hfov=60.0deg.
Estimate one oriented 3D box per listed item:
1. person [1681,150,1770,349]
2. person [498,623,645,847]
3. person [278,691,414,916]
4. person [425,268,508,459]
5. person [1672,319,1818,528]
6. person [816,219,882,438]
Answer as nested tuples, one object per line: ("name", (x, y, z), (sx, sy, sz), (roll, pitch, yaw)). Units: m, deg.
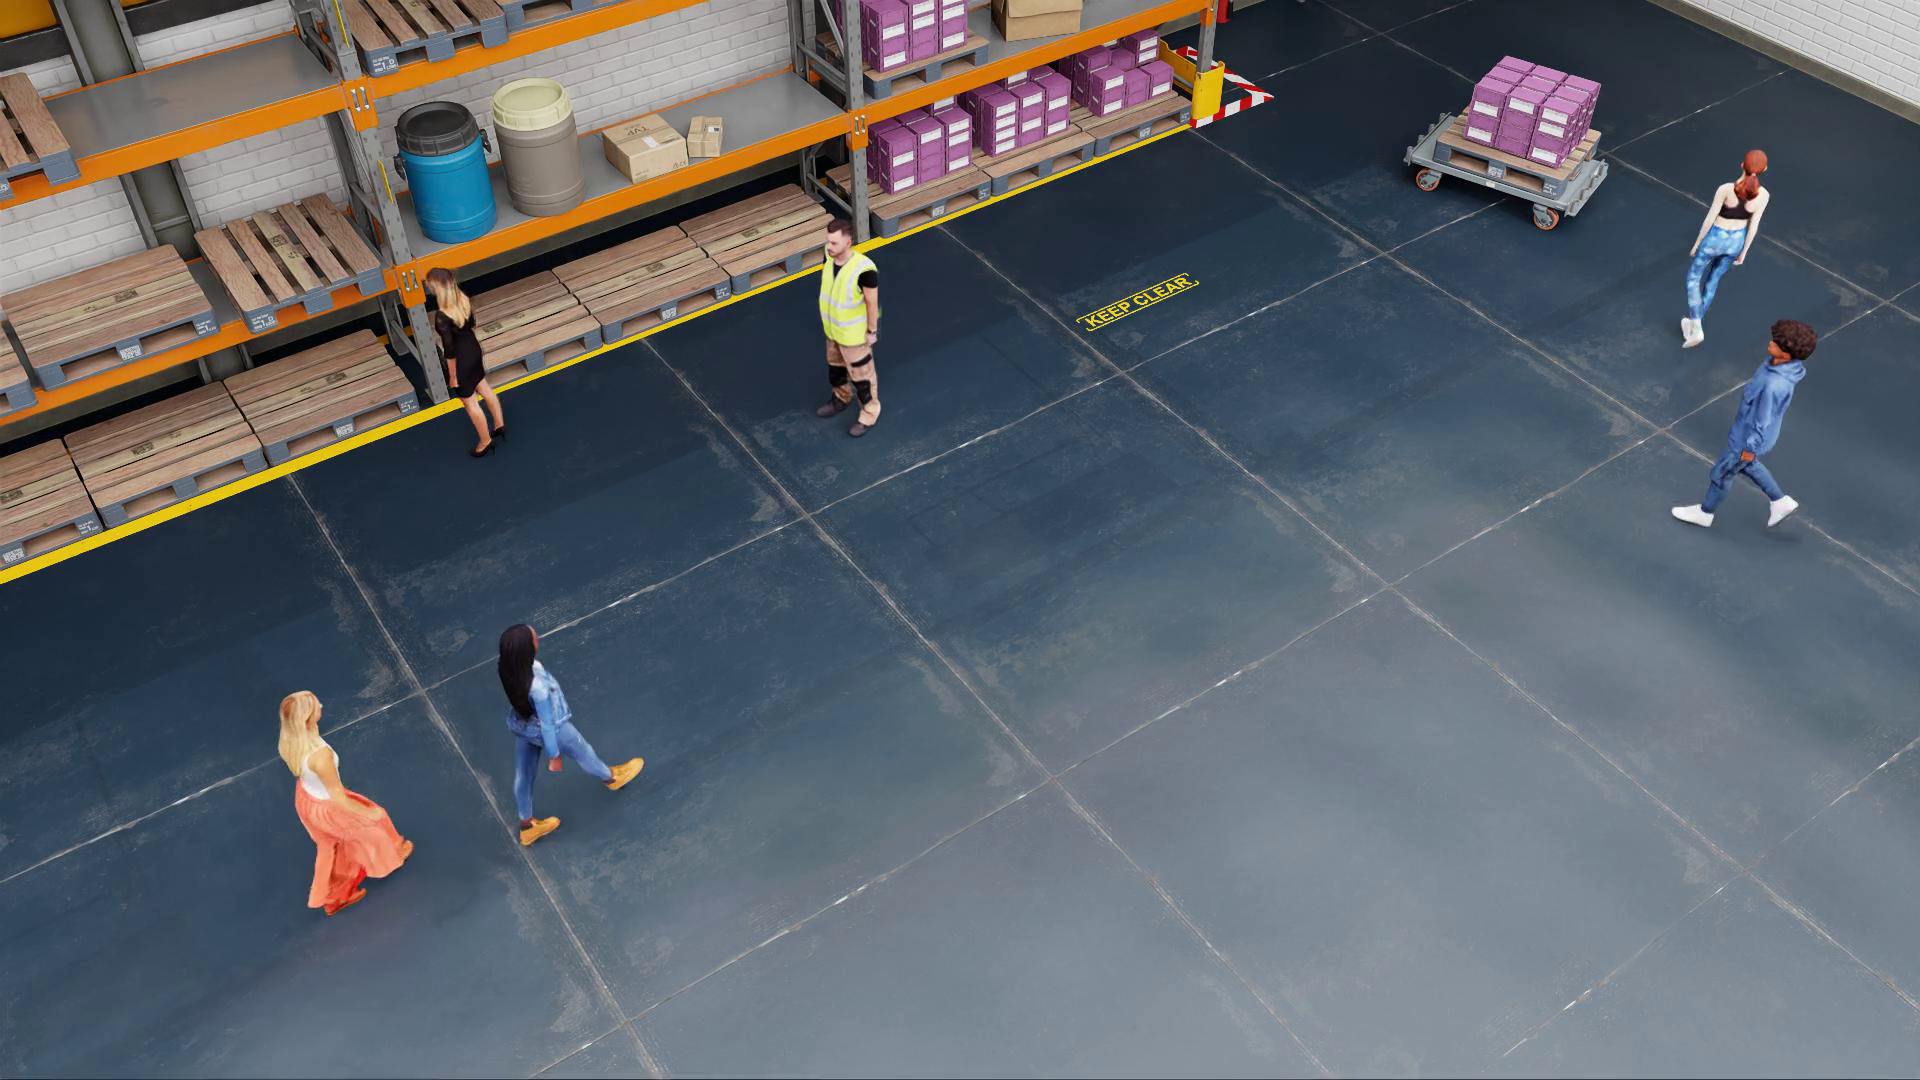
("person", (6.047, -2.257, 13.224), (0.897, 1.774, 0.948), (6, 44, 7))
("person", (-2.525, 1.173, 9.692), (1.148, 1.679, 0.770), (-34, 53, -31))
("person", (-3.543, 1.499, 9.293), (0.801, 1.757, 0.984), (33, 53, 30))
("person", (-3.652, -1.326, 12.318), (0.701, 1.676, 0.632), (12, 45, 12))
("person", (5.649, -0.747, 11.628), (1.007, 1.789, 1.067), (20, 47, 20))
("person", (-0.840, -1.637, 12.522), (0.772, 1.844, 0.775), (33, 53, 30))
